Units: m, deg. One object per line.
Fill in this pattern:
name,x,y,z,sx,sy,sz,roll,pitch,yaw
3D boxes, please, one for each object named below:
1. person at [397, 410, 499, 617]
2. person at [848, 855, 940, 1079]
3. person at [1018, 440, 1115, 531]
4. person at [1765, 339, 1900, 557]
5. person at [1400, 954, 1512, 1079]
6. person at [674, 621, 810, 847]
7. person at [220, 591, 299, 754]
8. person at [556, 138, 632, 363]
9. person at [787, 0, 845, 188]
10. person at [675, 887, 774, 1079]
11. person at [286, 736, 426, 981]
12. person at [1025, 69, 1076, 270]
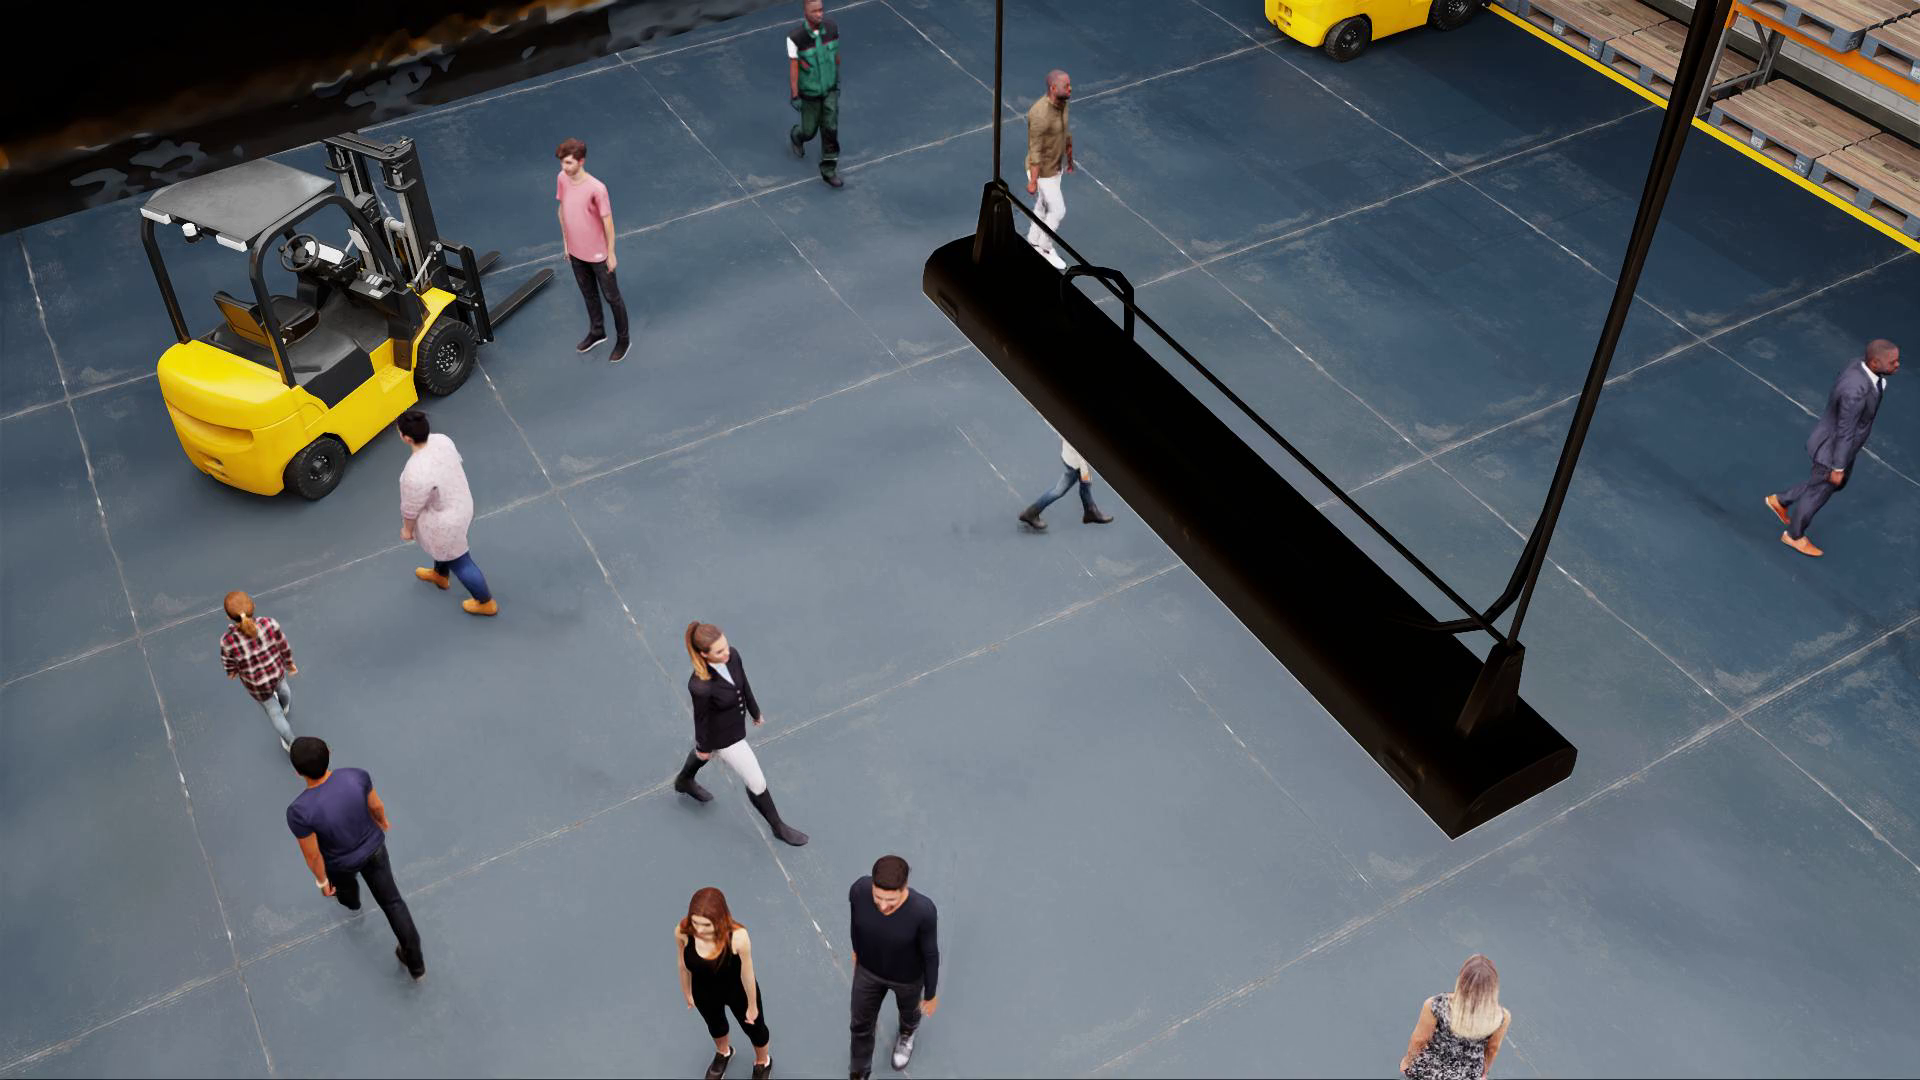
person,-3.362,-0.151,11.047,1.051,1.719,1.004,8,44,8
person,-0.319,2.131,8.558,1.024,1.848,1.072,13,45,13
person,0.732,-0.555,11.783,0.822,1.288,0.926,-2,44,-2
person,5.983,-0.662,11.518,0.879,1.809,0.838,25,49,24
person,2.363,2.663,8.116,0.897,1.687,1.000,6,44,6
person,-1.454,1.097,9.765,1.221,1.680,1.051,17,46,17
person,-4.287,0.862,10.304,0.637,1.277,0.879,-32,52,-29
person,-2.901,-2.303,13.133,0.665,1.959,0.774,19,47,19
person,-1.345,-4.129,15.150,0.711,1.819,1.008,-25,49,-24
person,-1.186,2.285,8.487,0.640,1.724,0.692,8,44,8
person,-3.245,1.754,9.033,0.852,1.739,1.214,-33,53,-30
person,0.671,-3.178,14.158,0.894,1.811,0.879,19,47,19
